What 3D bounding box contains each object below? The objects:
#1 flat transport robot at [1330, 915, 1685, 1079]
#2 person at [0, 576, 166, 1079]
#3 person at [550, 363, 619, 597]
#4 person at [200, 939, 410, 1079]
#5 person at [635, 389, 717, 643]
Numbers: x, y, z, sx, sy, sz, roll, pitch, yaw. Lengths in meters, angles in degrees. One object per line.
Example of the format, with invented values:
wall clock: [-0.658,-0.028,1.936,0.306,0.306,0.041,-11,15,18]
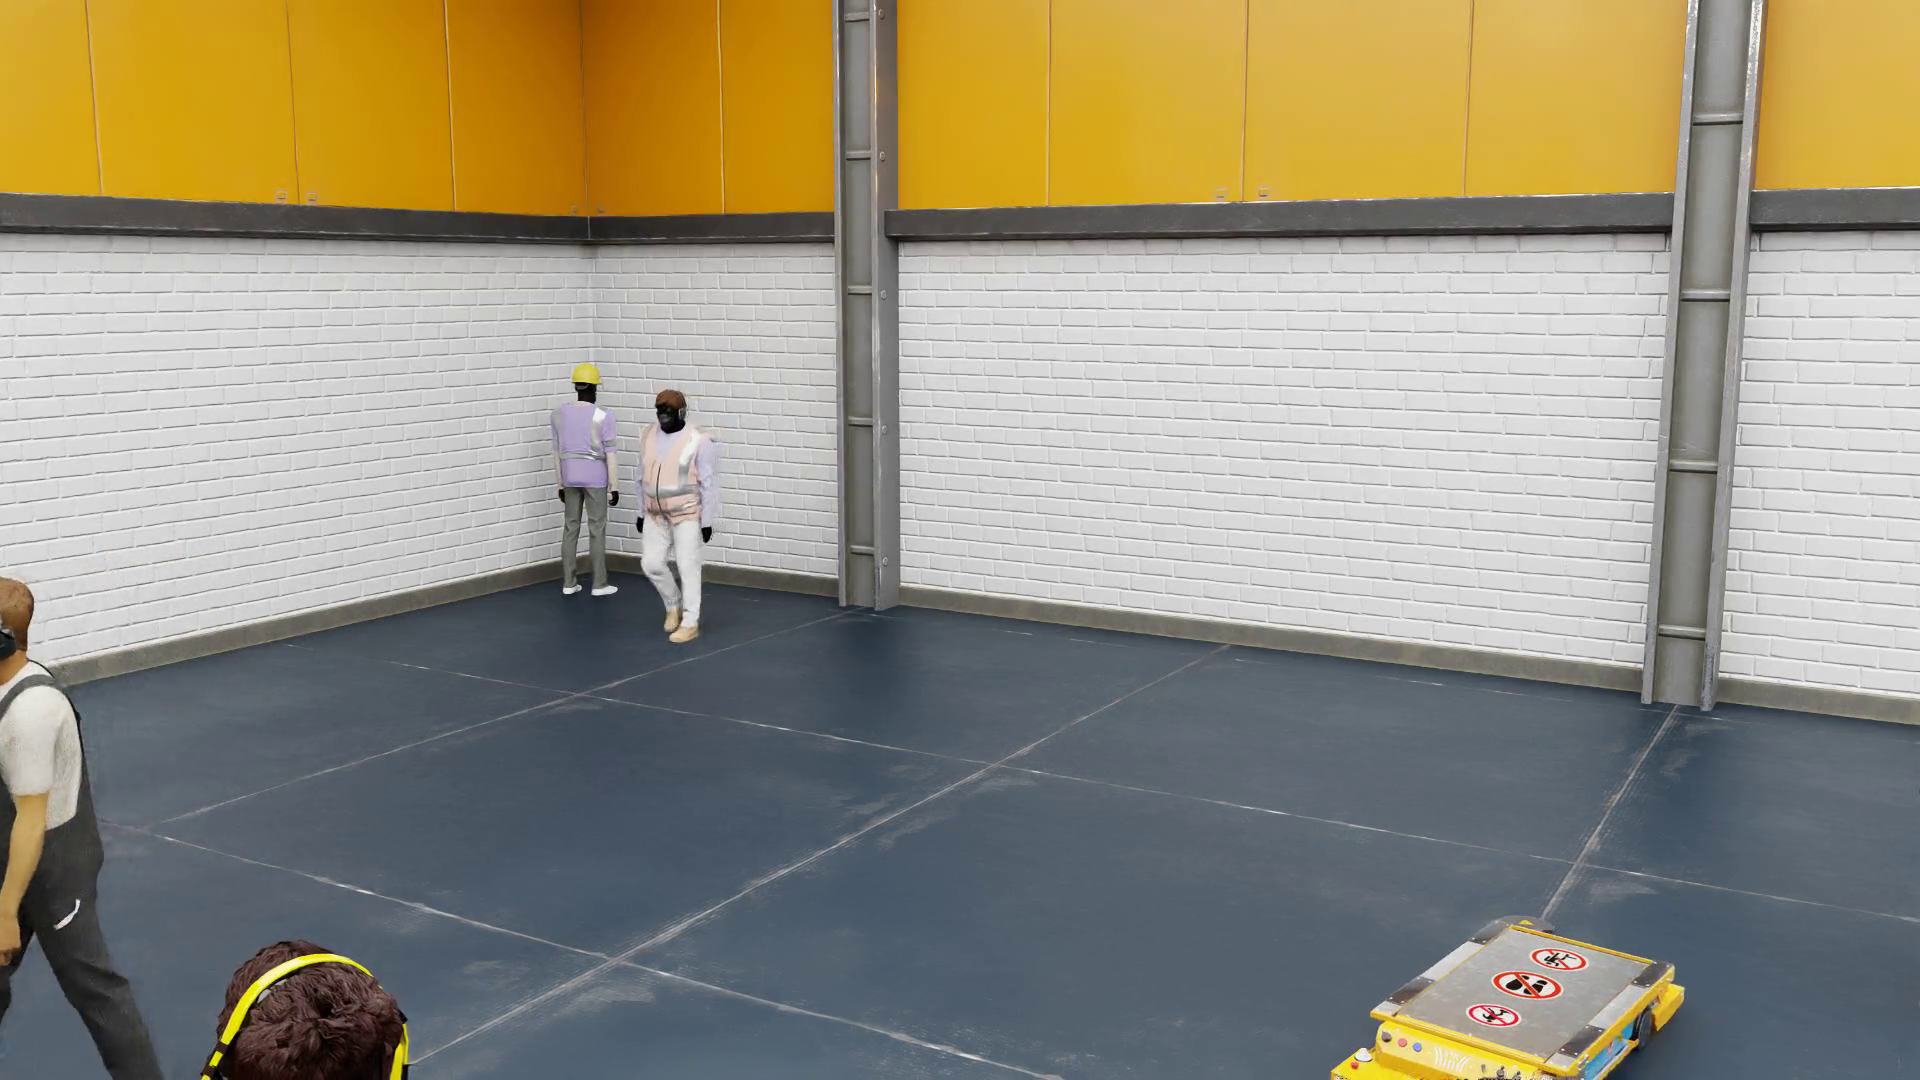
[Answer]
flat transport robot: [1.886,1.620,5.613,0.652,0.197,1.431,8,12,40]
person: [-2.774,0.996,4.751,0.939,1.798,0.535,-7,12,-39]
person: [-3.063,-0.492,13.682,0.580,1.919,0.397,2,9,14]
person: [-0.757,1.396,2.042,0.312,1.869,0.538,6,11,34]
person: [-2.046,-0.171,11.926,0.666,1.835,0.436,4,10,22]
